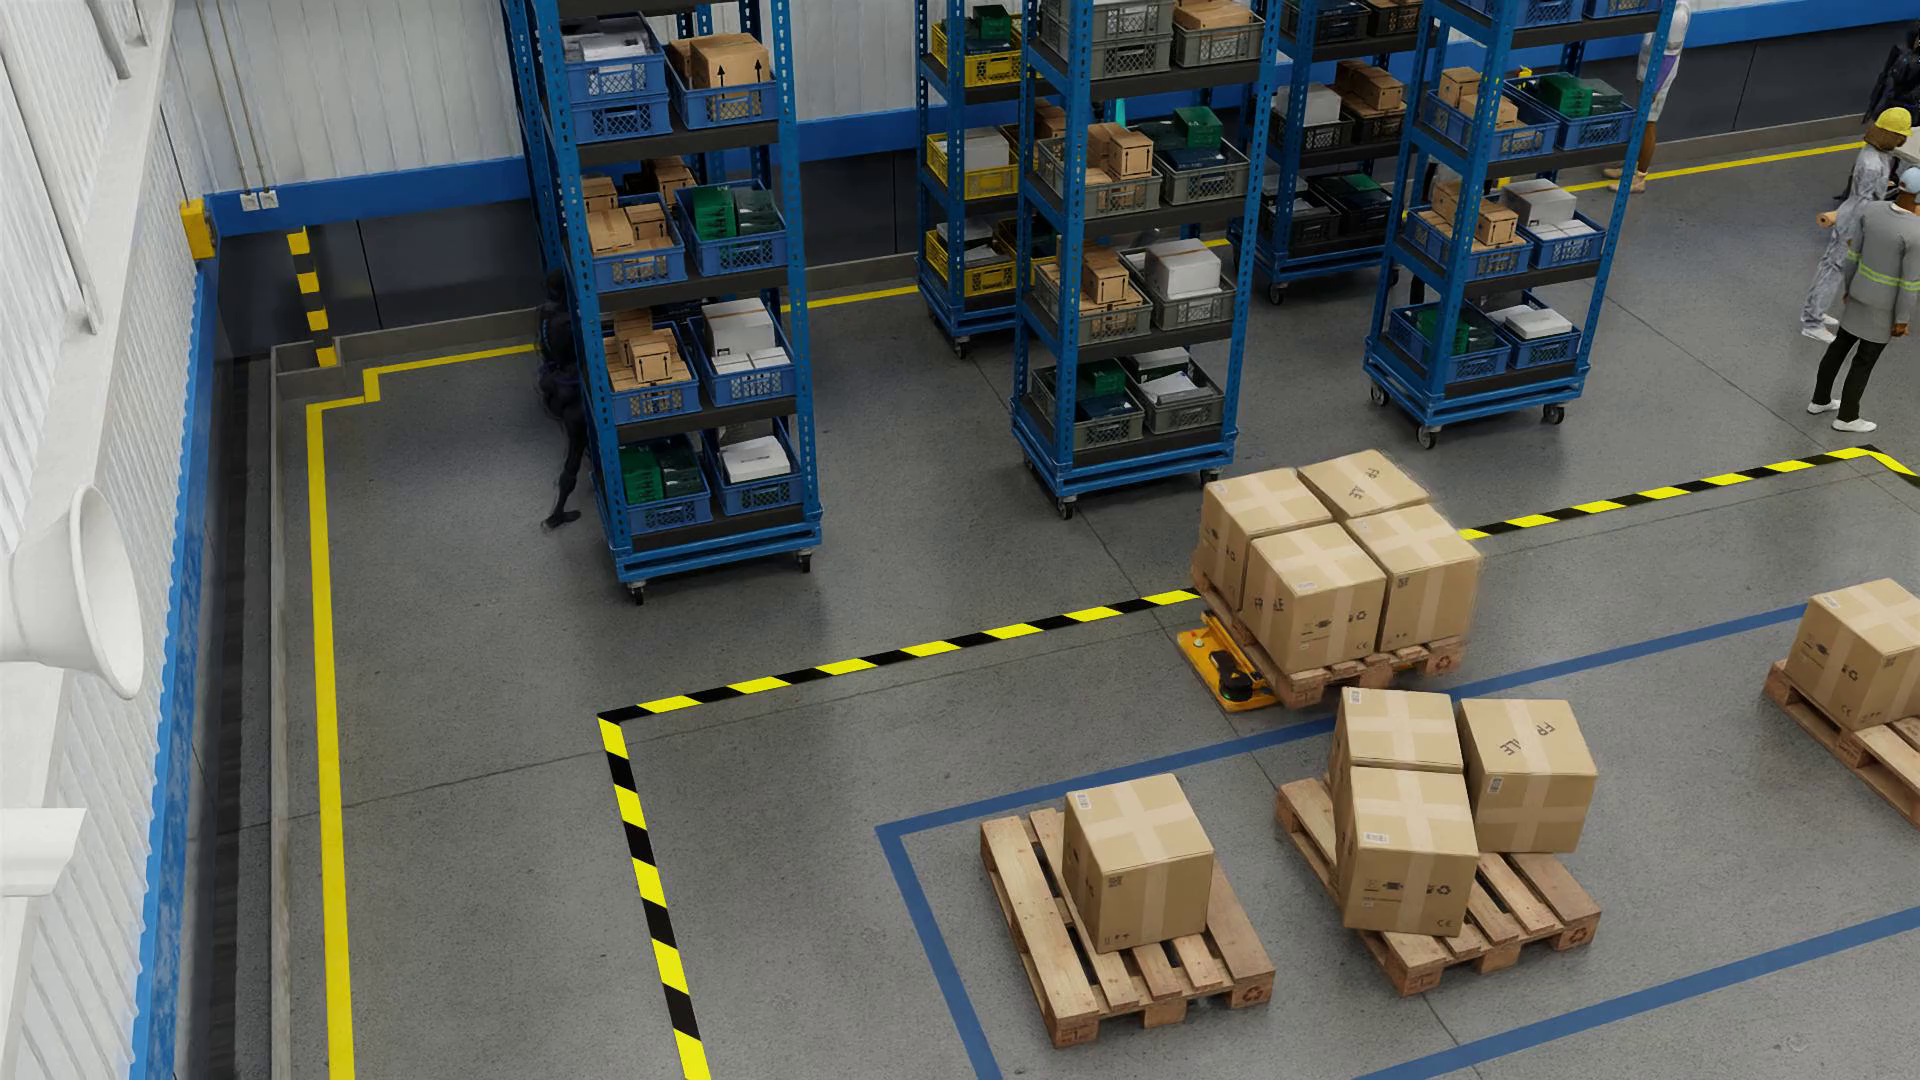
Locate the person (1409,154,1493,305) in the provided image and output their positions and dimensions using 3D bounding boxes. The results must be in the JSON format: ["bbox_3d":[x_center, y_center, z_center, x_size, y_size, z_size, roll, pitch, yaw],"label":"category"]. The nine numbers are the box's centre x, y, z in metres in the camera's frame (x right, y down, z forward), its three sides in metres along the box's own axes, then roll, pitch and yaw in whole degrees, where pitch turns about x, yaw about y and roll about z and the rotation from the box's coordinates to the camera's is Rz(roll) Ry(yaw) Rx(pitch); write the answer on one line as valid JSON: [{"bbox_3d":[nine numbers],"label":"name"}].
[{"bbox_3d":[3.592,-2.405,12.076,0.511,1.872,0.333,5,35,7],"label":"person"}]

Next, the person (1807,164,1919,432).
[{"bbox_3d":[6.031,-1.583,10.927,0.371,1.853,0.588,-9,36,-13],"label":"person"}]

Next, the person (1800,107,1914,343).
[{"bbox_3d":[6.482,-2.287,12.018,0.316,1.740,0.487,15,38,20],"label":"person"}]

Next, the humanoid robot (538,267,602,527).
[{"bbox_3d":[-2.352,-0.900,10.148,0.608,1.620,0.785,29,44,35],"label":"humanoid robot"}]

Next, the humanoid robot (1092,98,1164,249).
[{"bbox_3d":[1.338,-2.784,12.612,0.735,1.677,0.533,11,37,16],"label":"humanoid robot"}]

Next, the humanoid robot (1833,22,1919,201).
[{"bbox_3d":[7.815,-3.551,13.901,0.666,1.626,0.595,-11,37,-15],"label":"humanoid robot"}]

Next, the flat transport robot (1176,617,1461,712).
[{"bbox_3d":[1.997,0.544,9.260,1.431,0.197,0.652,-11,37,-15],"label":"flat transport robot"}]

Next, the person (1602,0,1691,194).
[{"bbox_3d":[5.875,-3.949,14.119,0.369,2.043,0.607,7,36,10],"label":"person"}]
